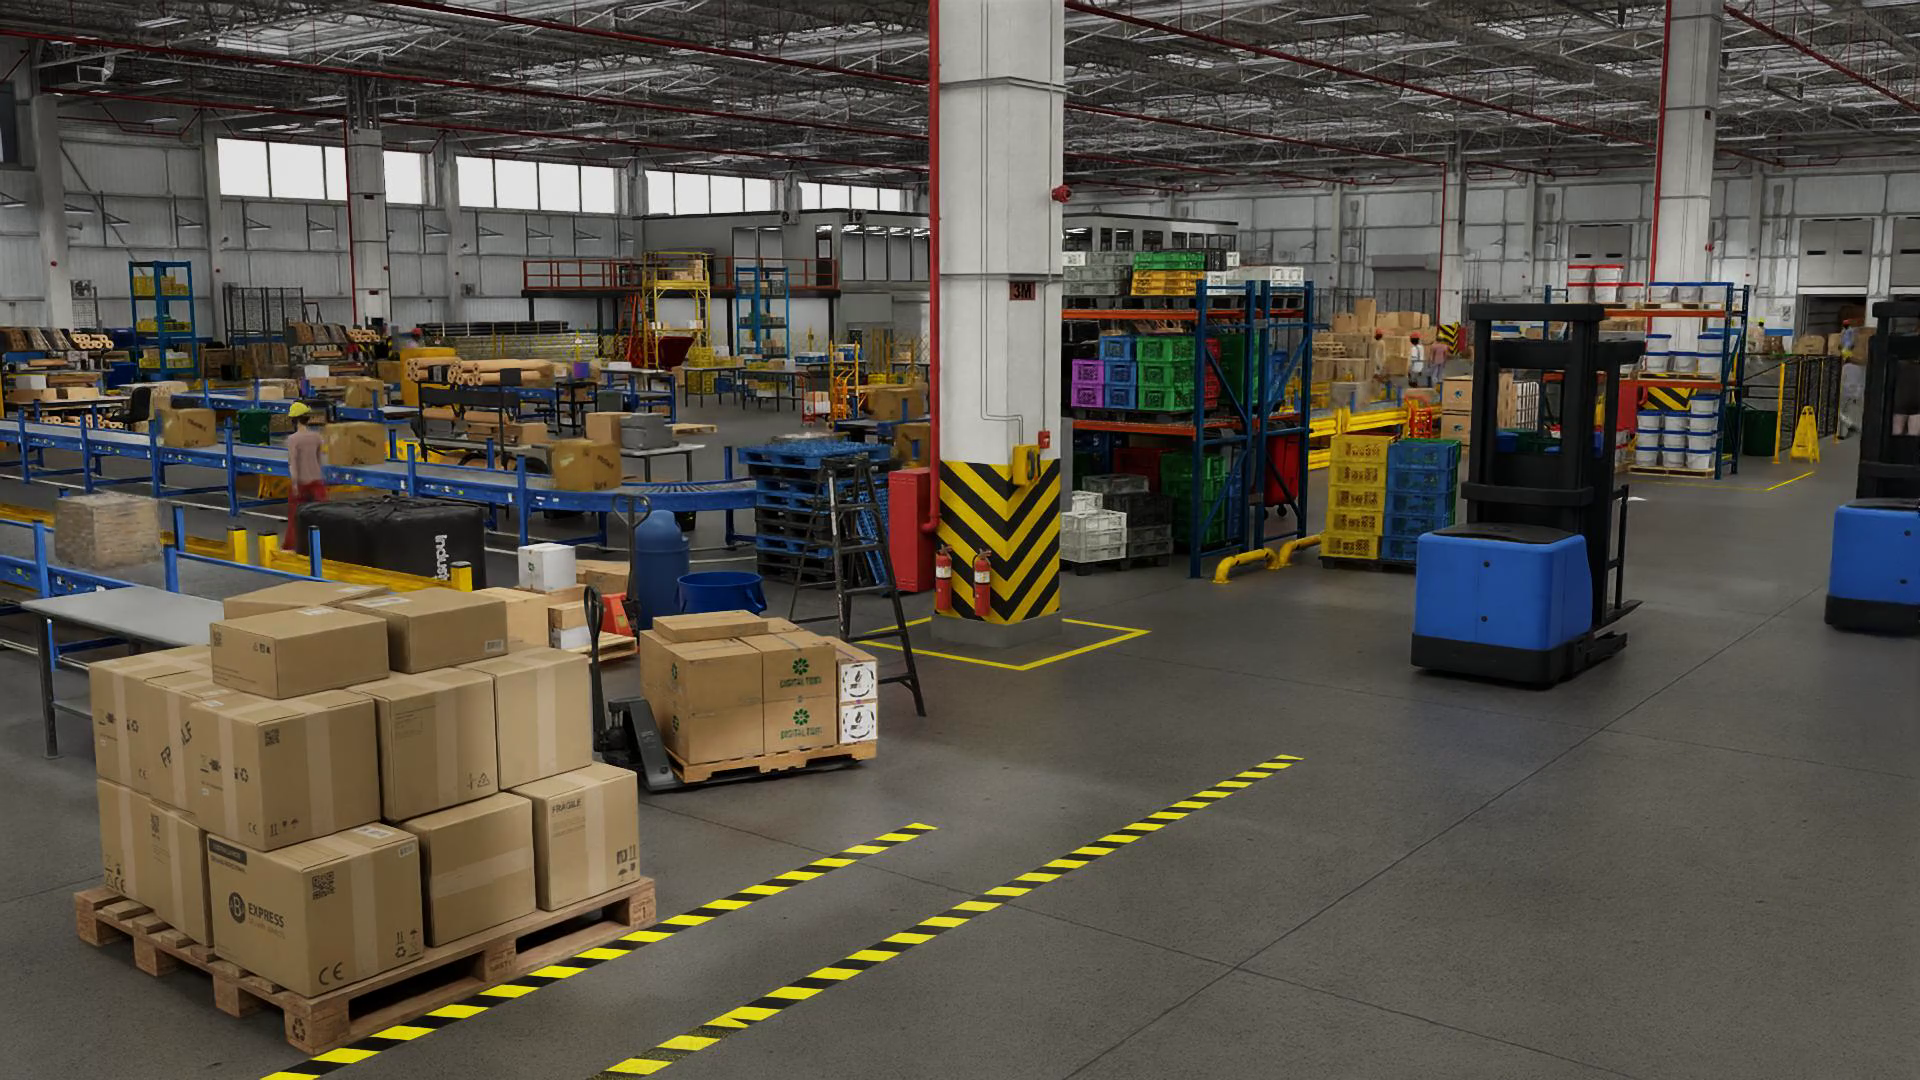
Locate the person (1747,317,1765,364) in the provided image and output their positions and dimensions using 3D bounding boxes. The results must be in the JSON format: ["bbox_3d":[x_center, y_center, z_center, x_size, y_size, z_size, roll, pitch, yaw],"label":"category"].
[{"bbox_3d":[32.756,-8.181,68.306,0.592,1.914,0.618,-4,9,-25],"label":"person"}]

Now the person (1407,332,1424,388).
[{"bbox_3d":[11.577,-4.348,42.420,0.452,1.921,0.579,6,10,34],"label":"person"}]

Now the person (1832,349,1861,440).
[{"bbox_3d":[17.451,-2.848,32.697,0.587,1.818,0.596,-2,9,-14],"label":"person"}]

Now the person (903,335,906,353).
[{"bbox_3d":[-2.159,-8.364,70.470,0.495,1.624,0.284,2,9,11],"label":"person"}]

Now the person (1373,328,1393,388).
[{"bbox_3d":[11.807,-4.969,46.630,0.671,1.920,0.550,5,10,28],"label":"person"}]

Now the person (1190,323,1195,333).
[{"bbox_3d":[7.811,-6.349,56.017,0.608,1.904,1.057,-2,9,-12],"label":"person"}]

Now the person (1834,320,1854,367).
[{"bbox_3d":[34.132,-7.543,64.104,1.023,1.878,0.572,-1,9,-8],"label":"person"}]

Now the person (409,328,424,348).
[{"bbox_3d":[-13.958,-4.476,43.028,1.020,1.991,0.642,-3,9,-21],"label":"person"}]

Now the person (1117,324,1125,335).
[{"bbox_3d":[5.825,-6.988,60.654,0.979,1.788,0.542,0,8,3],"label":"person"}]

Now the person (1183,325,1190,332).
[{"bbox_3d":[7.297,-6.022,53.868,0.328,1.877,0.513,4,9,26],"label":"person"}]

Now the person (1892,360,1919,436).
[{"bbox_3d":[15.662,-2.160,27.461,0.609,1.986,0.390,3,9,22],"label":"person"}]

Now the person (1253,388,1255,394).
[{"bbox_3d":[5.100,-2.345,29.940,0.507,1.622,0.351,-1,8,-6],"label":"person"}]

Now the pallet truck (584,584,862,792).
[{"bbox_3d":[-1.426,0.805,10.019,1.601,1.201,0.680,-4,9,-26],"label":"pallet truck"}]

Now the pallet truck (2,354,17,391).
[{"bbox_3d":[-24.881,-4.417,42.634,1.885,1.965,0.823,8,11,41],"label":"pallet truck"}]

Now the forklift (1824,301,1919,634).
[{"bbox_3d":[8.357,-0.672,14.431,1.129,2.768,1.873,7,11,37],"label":"forklift"}]

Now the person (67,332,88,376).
[{"bbox_3d":[-22.458,-4.318,42.273,0.654,1.906,0.408,5,10,28],"label":"person"}]

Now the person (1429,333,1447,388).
[{"bbox_3d":[13.896,-5.155,48.461,0.556,1.741,0.439,-1,8,-5],"label":"person"}]

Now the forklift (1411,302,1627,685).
[{"bbox_3d":[4.379,-0.438,12.852,1.129,2.768,1.873,7,11,37],"label":"forklift"}]

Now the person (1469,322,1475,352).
[{"bbox_3d":[24.756,-9.935,80.099,0.581,1.925,0.622,0,8,-2],"label":"person"}]

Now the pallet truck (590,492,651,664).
[{"bbox_3d":[-3.115,0.344,12.883,0.653,1.274,1.630,7,11,37],"label":"pallet truck"}]

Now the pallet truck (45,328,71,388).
[{"bbox_3d":[-23.775,-4.544,43.495,1.885,1.965,0.823,6,10,35],"label":"pallet truck"}]

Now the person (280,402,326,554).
[{"bbox_3d":[-7.119,-0.643,18.166,0.926,1.729,0.532,4,9,25],"label":"person"}]
